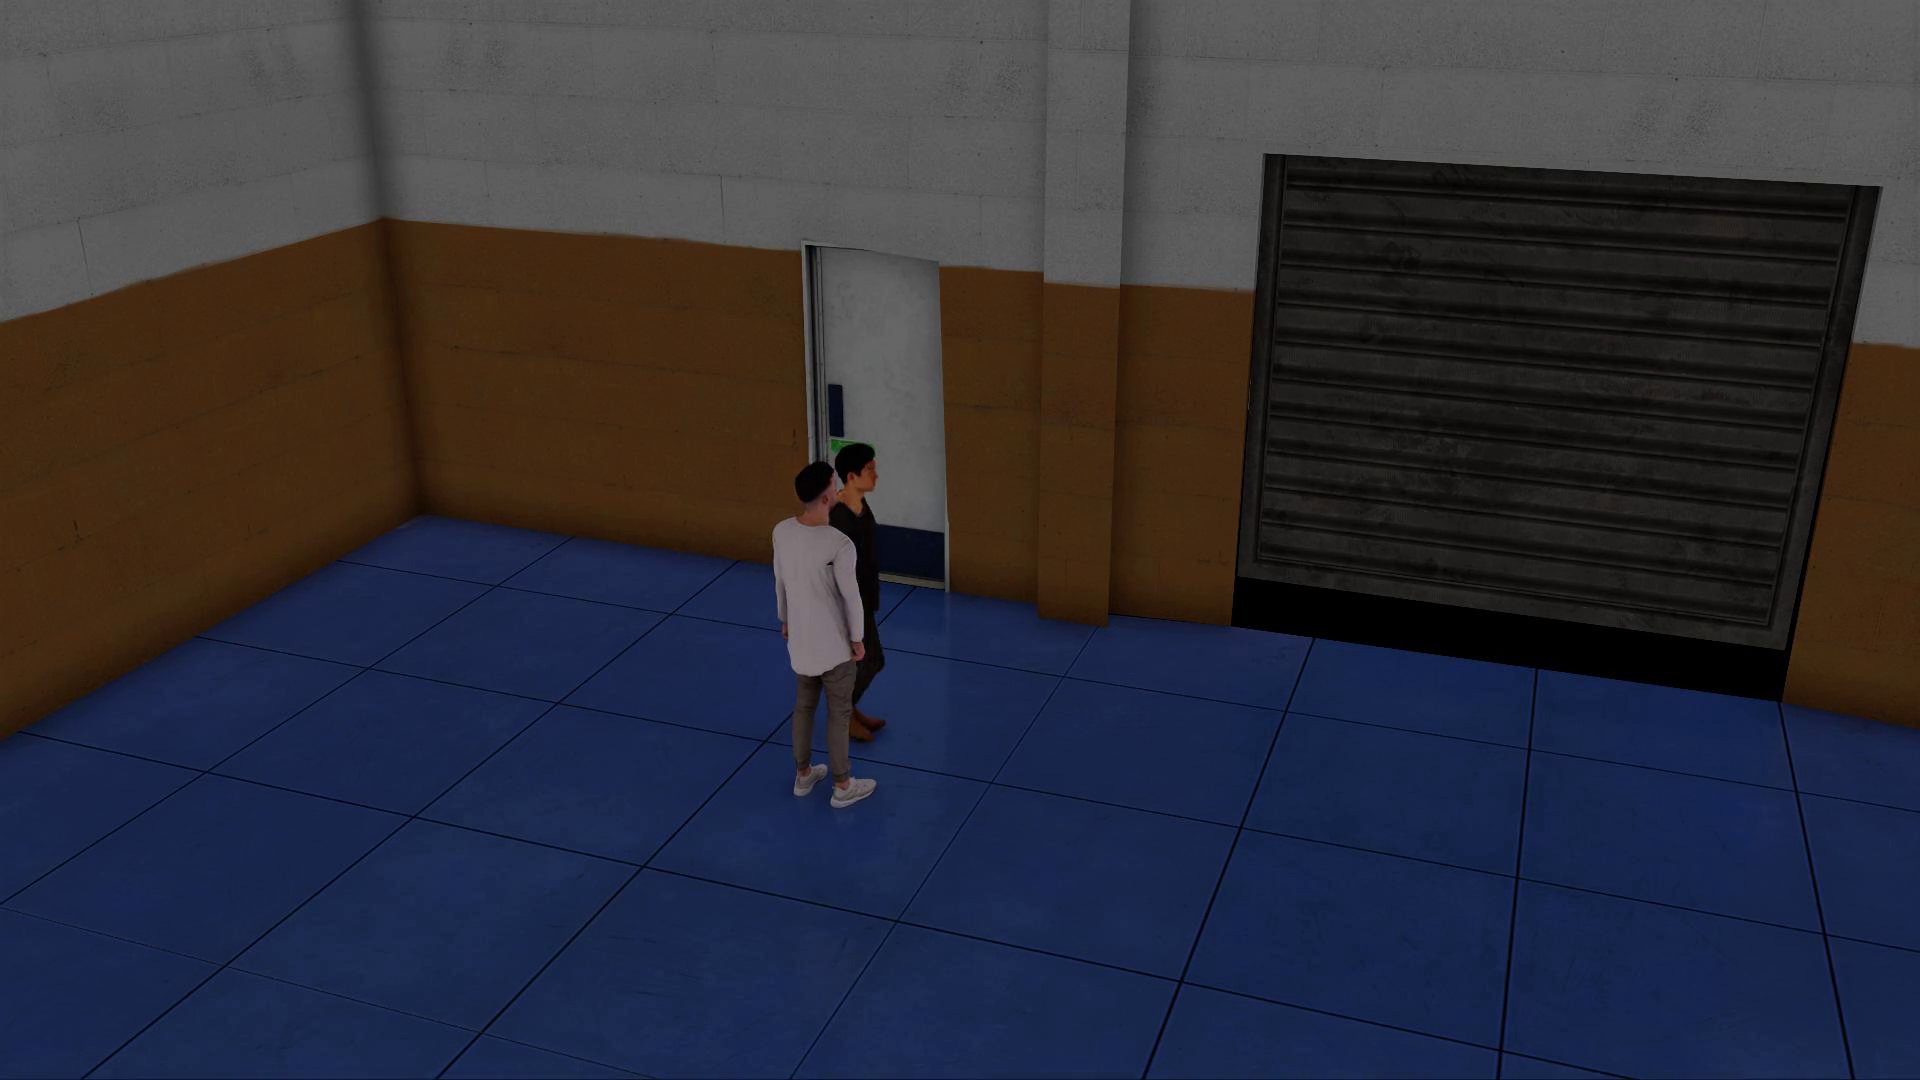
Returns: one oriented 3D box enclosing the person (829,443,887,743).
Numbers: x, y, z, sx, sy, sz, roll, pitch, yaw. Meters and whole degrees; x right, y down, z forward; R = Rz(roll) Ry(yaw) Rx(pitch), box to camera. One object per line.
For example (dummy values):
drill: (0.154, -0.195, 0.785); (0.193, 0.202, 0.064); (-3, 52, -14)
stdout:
person: (-0.655, 0.283, 9.032); (0.647, 1.703, 0.676); (2, 22, 5)

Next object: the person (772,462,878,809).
person: (-0.700, 0.469, 8.387); (0.579, 1.840, 0.780); (14, 26, 31)
